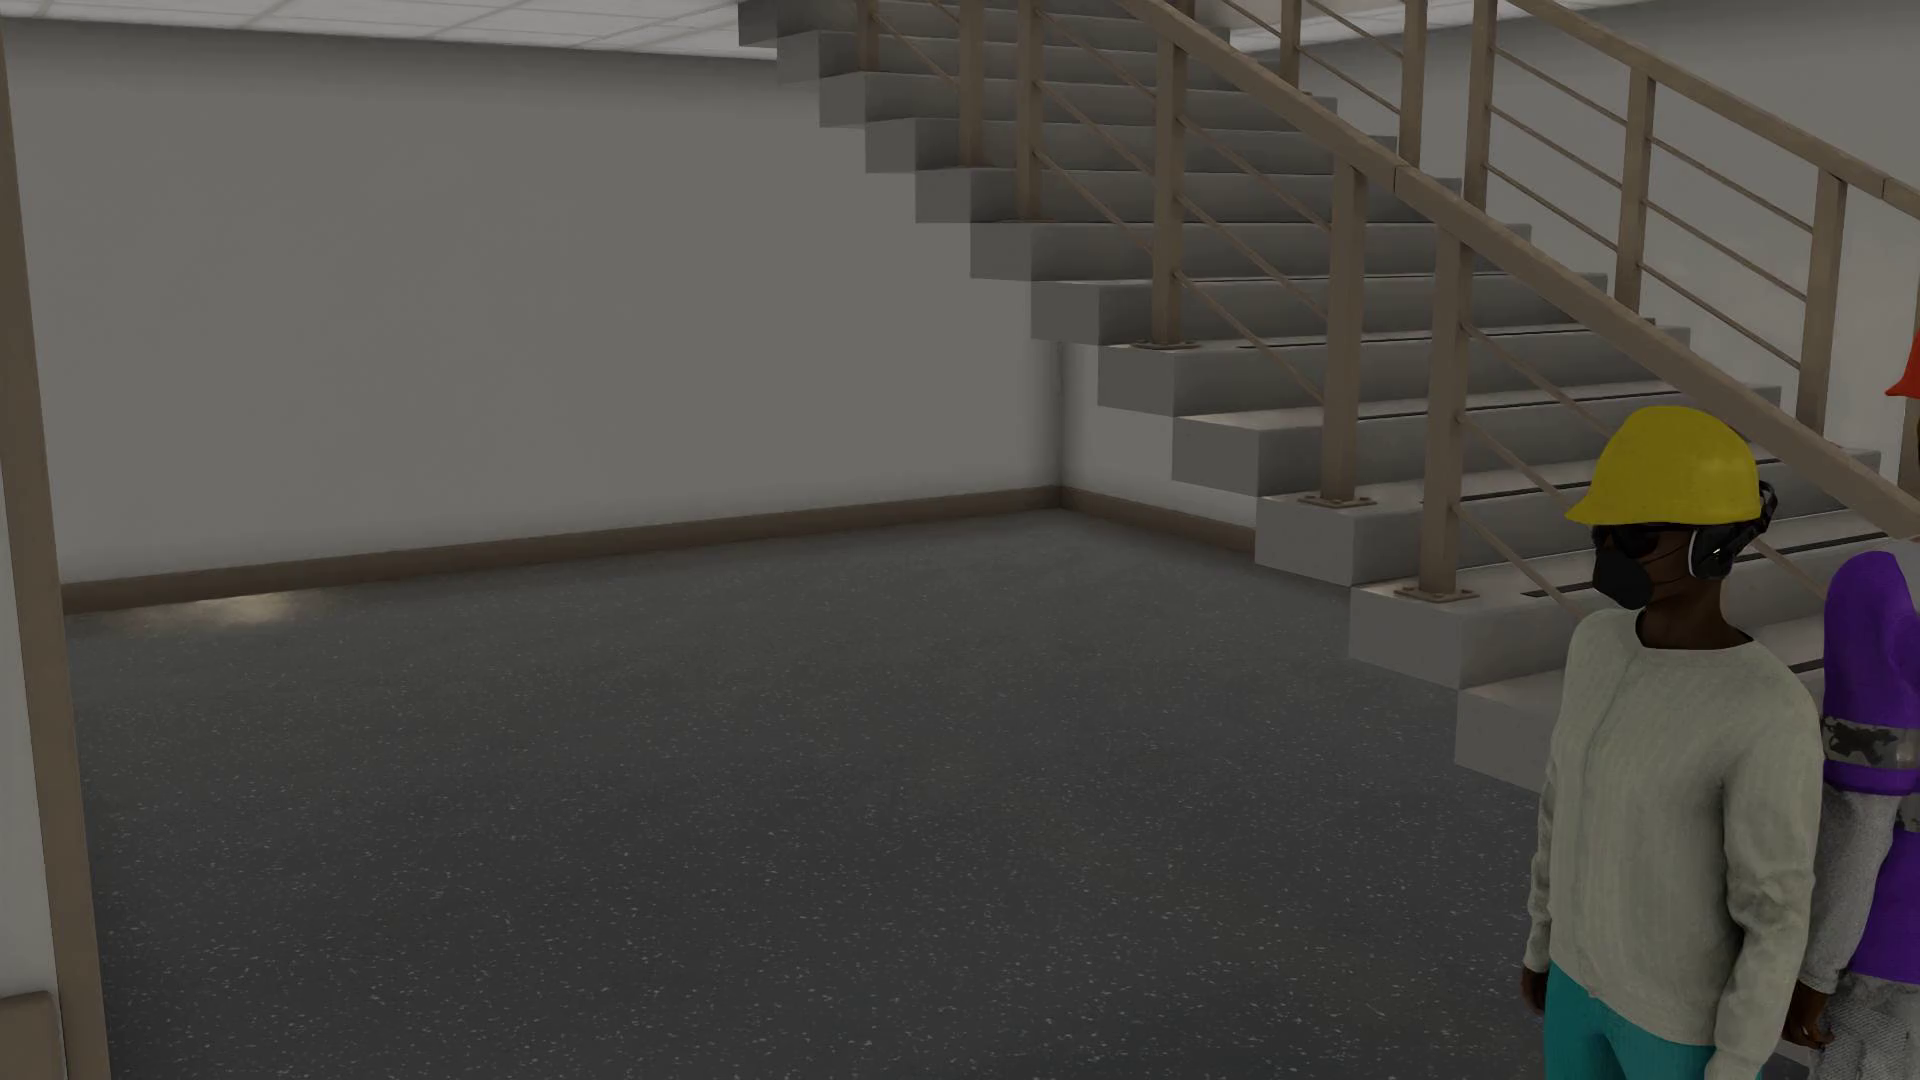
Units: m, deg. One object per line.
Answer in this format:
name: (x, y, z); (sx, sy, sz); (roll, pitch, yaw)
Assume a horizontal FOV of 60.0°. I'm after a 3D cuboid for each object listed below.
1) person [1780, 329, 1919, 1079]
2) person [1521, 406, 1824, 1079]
person: (1.495, 0.584, 2.544); (0.544, 1.939, 0.354); (-3, 11, -14)
person: (1.011, 0.682, 2.483); (0.312, 1.769, 0.522); (-3, 11, -15)
